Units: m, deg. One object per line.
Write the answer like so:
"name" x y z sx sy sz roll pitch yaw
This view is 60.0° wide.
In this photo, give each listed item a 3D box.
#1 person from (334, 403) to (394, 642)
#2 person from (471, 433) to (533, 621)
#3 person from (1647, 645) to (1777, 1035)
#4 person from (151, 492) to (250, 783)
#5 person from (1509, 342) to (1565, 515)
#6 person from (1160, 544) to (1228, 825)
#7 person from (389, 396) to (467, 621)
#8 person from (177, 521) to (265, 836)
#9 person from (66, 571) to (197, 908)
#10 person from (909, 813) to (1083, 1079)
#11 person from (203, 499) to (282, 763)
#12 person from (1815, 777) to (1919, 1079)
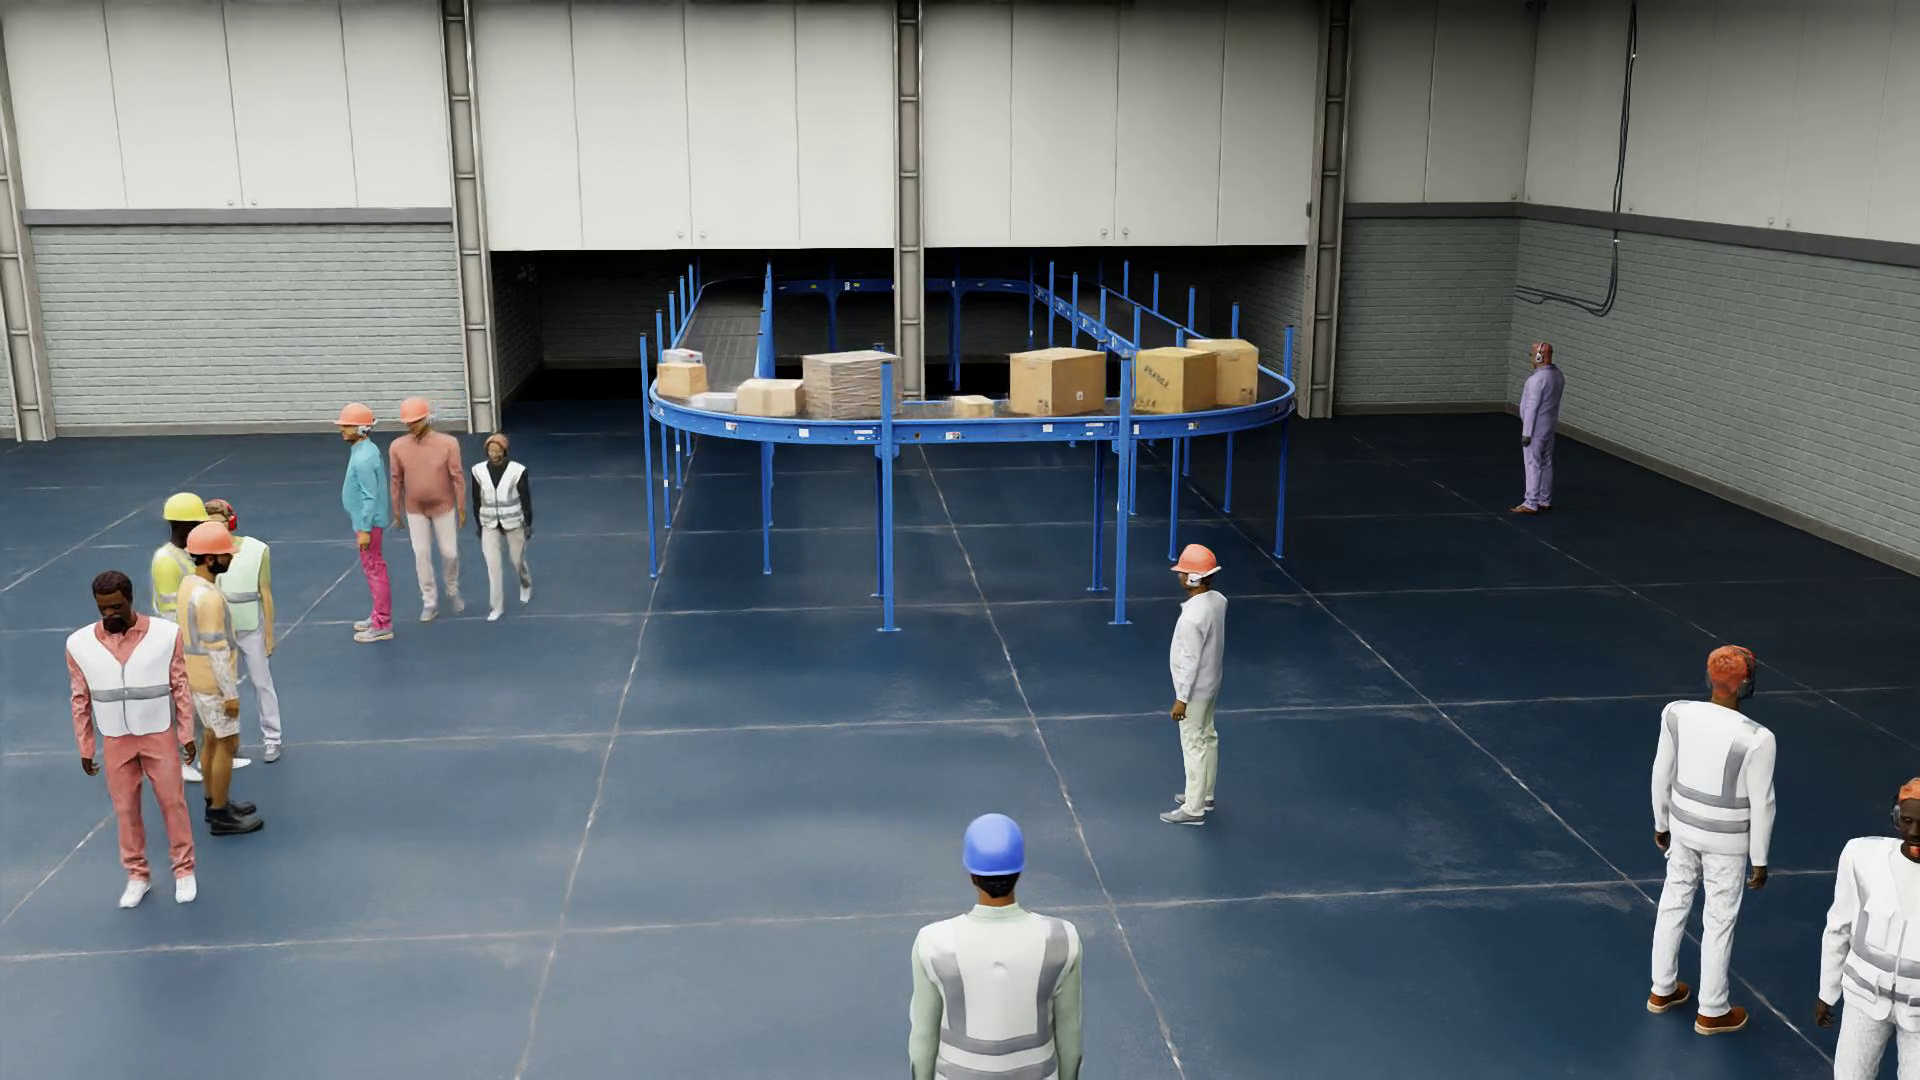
"person" -4.943 -0.154 13.857 0.368 1.996 0.622 -4 15 -17
"person" -4.007 -0.151 14.632 0.527 1.617 0.699 0 14 -1
"person" 3.546 1.404 7.854 0.343 1.883 0.585 -9 17 -33
"person" -4.994 0.637 10.852 0.434 1.915 0.649 -3 14 -10
"person" 6.386 -1.237 18.399 0.403 1.899 0.644 13 19 42
"person" 1.437 0.880 10.217 0.325 1.752 0.560 7 15 24
"person" -4.606 -0.276 14.392 0.643 1.973 0.422 -2 14 -7
"person" -4.488 0.830 10.070 0.386 1.931 0.546 -10 17 -35
"person" -4.522 1.076 9.131 0.599 1.908 0.403 -4 15 -17
"person" 0.125 1.888 5.822 0.604 1.938 0.426 -1 14 -5
"person" -4.861 0.608 11.155 0.561 1.836 0.388 -1 14 -5
"person" 3.568 1.786 6.330 0.575 1.883 0.355 12 18 39
